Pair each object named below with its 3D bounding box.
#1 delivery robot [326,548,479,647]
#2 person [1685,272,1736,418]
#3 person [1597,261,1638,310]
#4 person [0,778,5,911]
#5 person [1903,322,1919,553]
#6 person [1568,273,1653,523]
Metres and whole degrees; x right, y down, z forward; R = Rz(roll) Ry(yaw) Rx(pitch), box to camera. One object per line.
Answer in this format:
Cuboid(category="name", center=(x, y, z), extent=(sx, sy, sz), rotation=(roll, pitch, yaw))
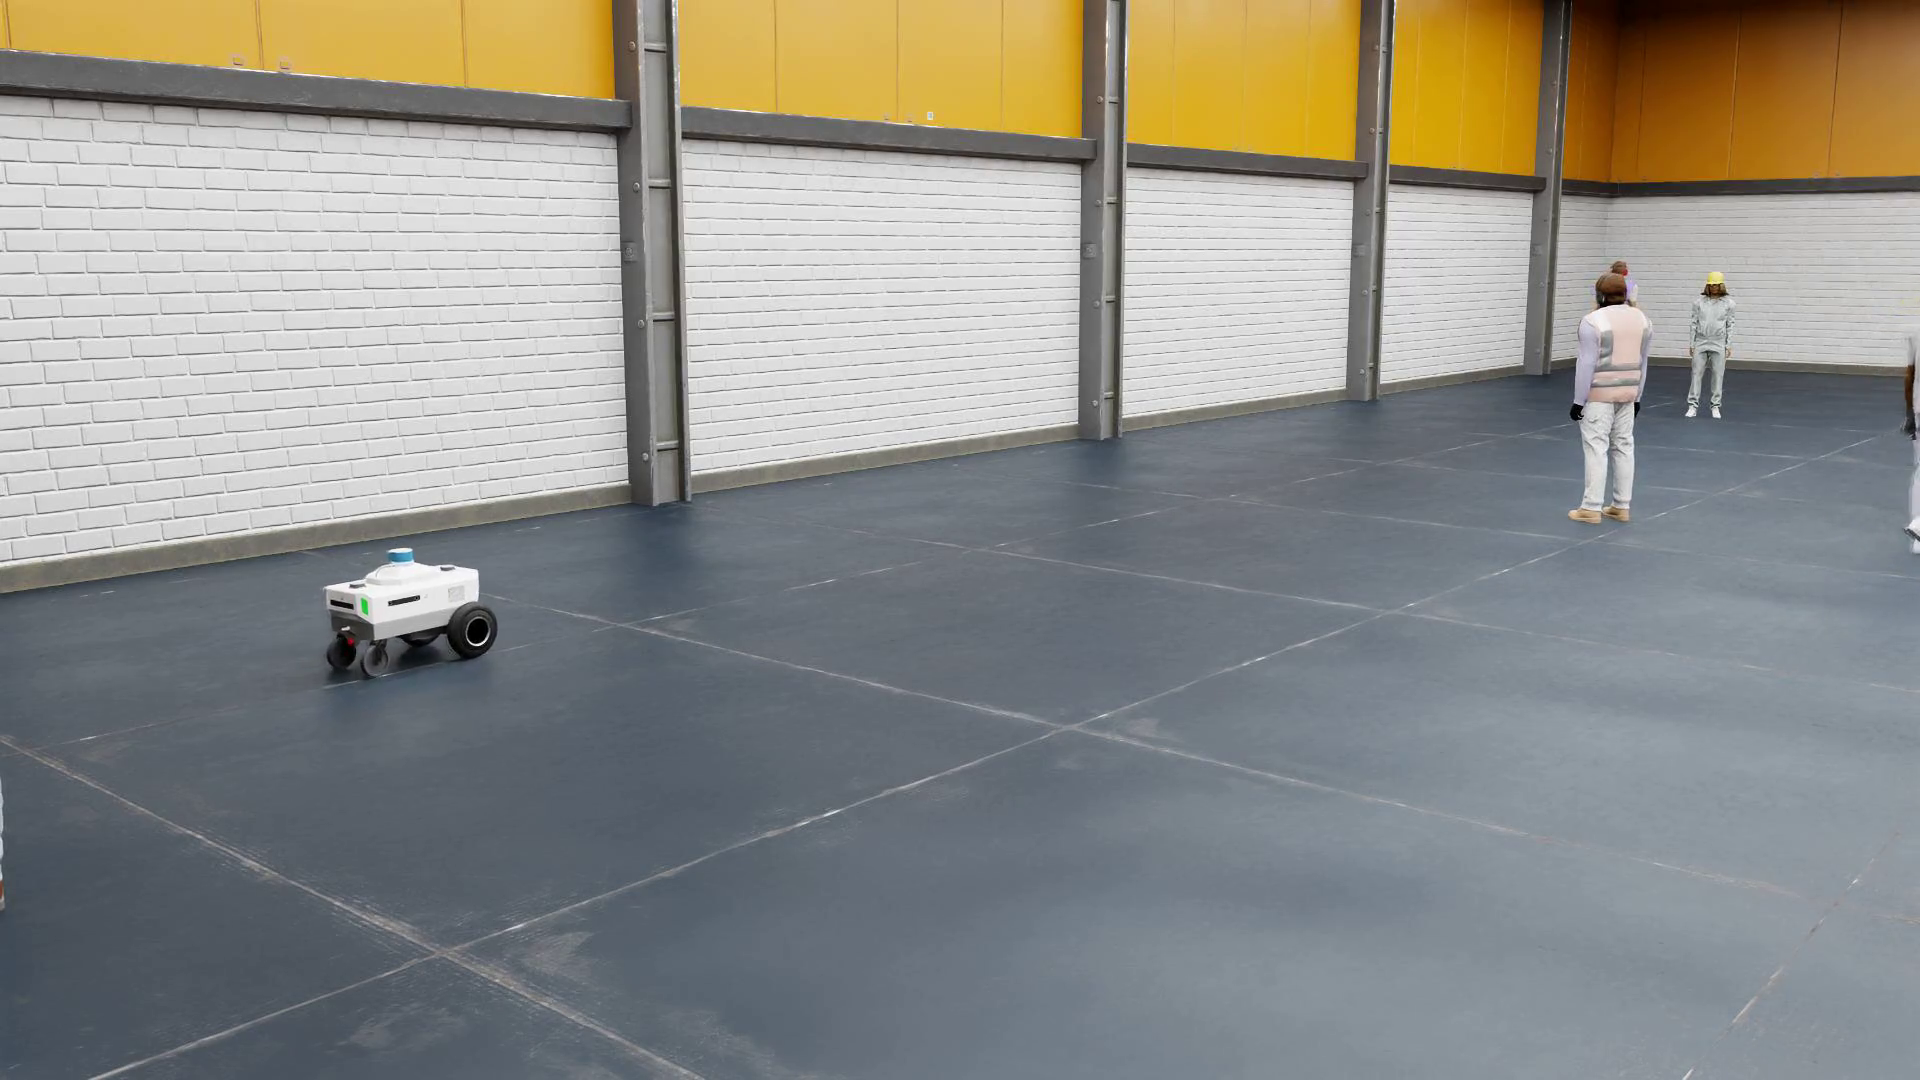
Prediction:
Cuboid(category="delivery robot", center=(-2.714, 0.285, 8.122), extent=(0.477, 0.478, 0.707), rotation=(7, 12, 35))
Cuboid(category="person", center=(8.968, -2.326, 19.873), extent=(0.484, 1.744, 0.295), rotation=(5, 11, 26))
Cuboid(category="person", center=(9.598, -3.138, 24.243), extent=(0.600, 1.821, 0.718), rotation=(8, 13, 37))
Cuboid(category="person", center=(-3.145, 0.211, 4.873), extent=(0.378, 1.940, 0.629), rotation=(9, 13, 41))
Cuboid(category="person", center=(6.501, -0.819, 10.994), extent=(0.379, 1.847, 0.559), rotation=(-5, 11, -25))
Cuboid(category="person", center=(4.776, -1.044, 12.301), extent=(0.630, 1.840, 0.429), rotation=(-4, 11, -21))
